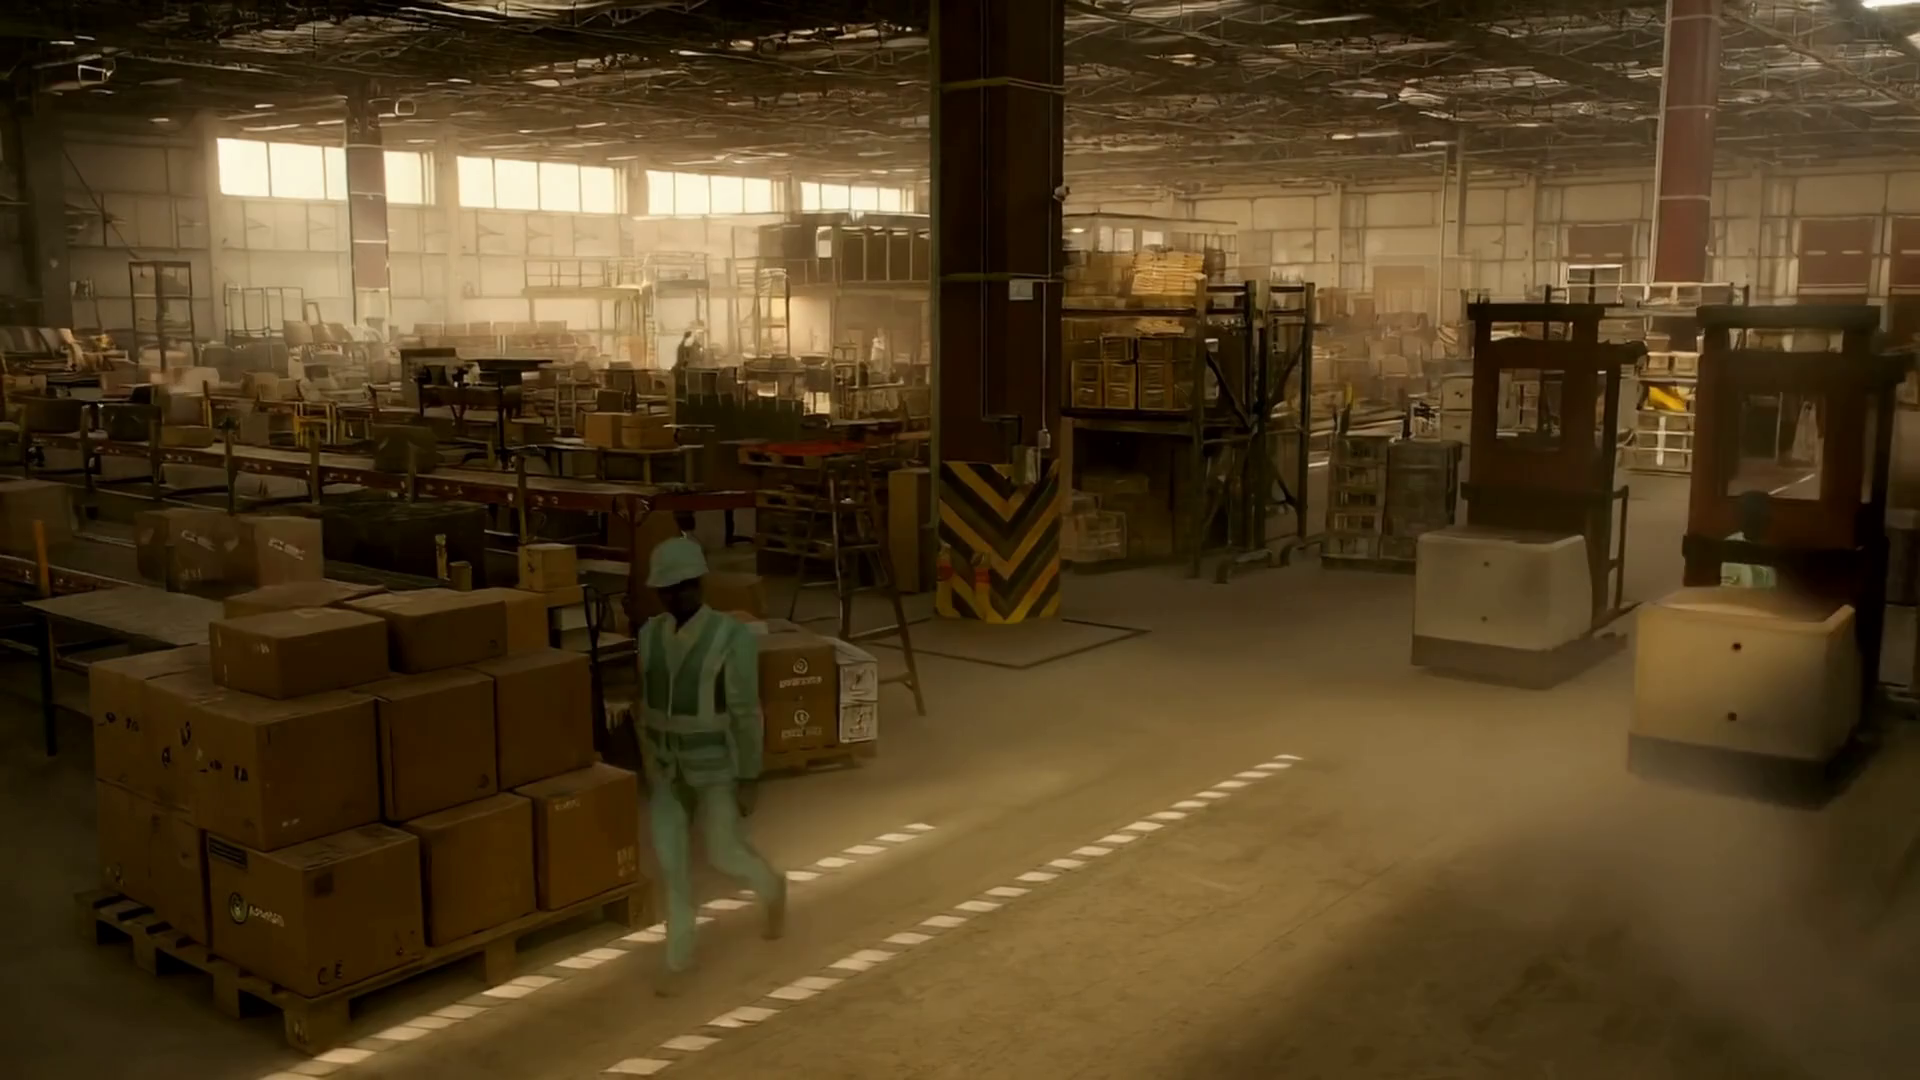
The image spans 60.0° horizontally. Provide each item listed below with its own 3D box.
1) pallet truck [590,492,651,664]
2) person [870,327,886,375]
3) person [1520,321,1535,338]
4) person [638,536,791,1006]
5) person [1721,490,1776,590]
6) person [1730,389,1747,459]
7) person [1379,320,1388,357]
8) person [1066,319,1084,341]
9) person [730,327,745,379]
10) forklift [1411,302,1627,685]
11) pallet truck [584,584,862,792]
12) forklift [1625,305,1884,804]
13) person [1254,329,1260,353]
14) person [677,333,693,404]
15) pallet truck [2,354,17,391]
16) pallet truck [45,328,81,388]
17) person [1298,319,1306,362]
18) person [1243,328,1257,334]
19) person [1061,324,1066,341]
[{"bbox_3d":[-3.115,0.344,12.883,0.653,1.274,1.630,7,11,37],"label":"pallet truck"},{"bbox_3d":[-2.372,-5.539,50.652,0.803,1.856,0.613,7,11,41],"label":"person"},{"bbox_3d":[25.057,-8.908,73.489,0.634,1.823,0.631,1,8,5],"label":"person"},{"bbox_3d":[-1.040,0.913,6.986,0.605,1.922,0.784,5,10,29],"label":"person"},{"bbox_3d":[4.904,0.517,10.417,0.535,1.691,0.320,-4,9,-25],"label":"person"},{"bbox_3d":[13.610,-2.275,29.193,0.318,1.697,0.540,-1,9,-9],"label":"person"},{"bbox_3d":[16.140,-7.446,63.491,0.533,1.868,0.310,-8,11,-42],"label":"person"},{"bbox_3d":[4.119,-6.709,57.942,0.709,2.000,0.974,-7,11,-39],"label":"person"},{"bbox_3d":[-7.503,-6.296,56.082,0.524,1.769,0.309,1,8,4],"label":"person"},{"bbox_3d":[4.379,-0.438,12.852,1.129,2.768,1.873,7,11,37],"label":"forklift"},{"bbox_3d":[-1.426,0.805,10.019,1.601,1.201,0.680,-4,9,-26],"label":"pallet truck"},{"bbox_3d":[4.882,-0.018,10.017,1.129,2.768,1.873,6,11,37],"label":"forklift"},{"bbox_3d":[8.664,-5.137,47.818,0.556,1.899,0.910,-2,9,-16],"label":"person"},{"bbox_3d":[-7.257,-4.506,43.672,0.310,1.868,0.533,-5,10,-32],"label":"person"},{"bbox_3d":[-24.881,-4.417,42.634,1.885,1.965,0.823,8,11,41],"label":"pallet truck"},{"bbox_3d":[-23.775,-4.544,43.495,1.885,1.965,0.823,6,10,35],"label":"pallet truck"},{"bbox_3d":[12.396,-7.007,60.080,1.001,1.995,0.634,-1,8,-6],"label":"person"},{"bbox_3d":[11.823,-8.095,67.687,0.662,1.919,0.443,2,9,14],"label":"person"},{"bbox_3d":[3.608,-7.071,60.762,0.587,1.927,0.367,-3,9,-17],"label":"person"}]
